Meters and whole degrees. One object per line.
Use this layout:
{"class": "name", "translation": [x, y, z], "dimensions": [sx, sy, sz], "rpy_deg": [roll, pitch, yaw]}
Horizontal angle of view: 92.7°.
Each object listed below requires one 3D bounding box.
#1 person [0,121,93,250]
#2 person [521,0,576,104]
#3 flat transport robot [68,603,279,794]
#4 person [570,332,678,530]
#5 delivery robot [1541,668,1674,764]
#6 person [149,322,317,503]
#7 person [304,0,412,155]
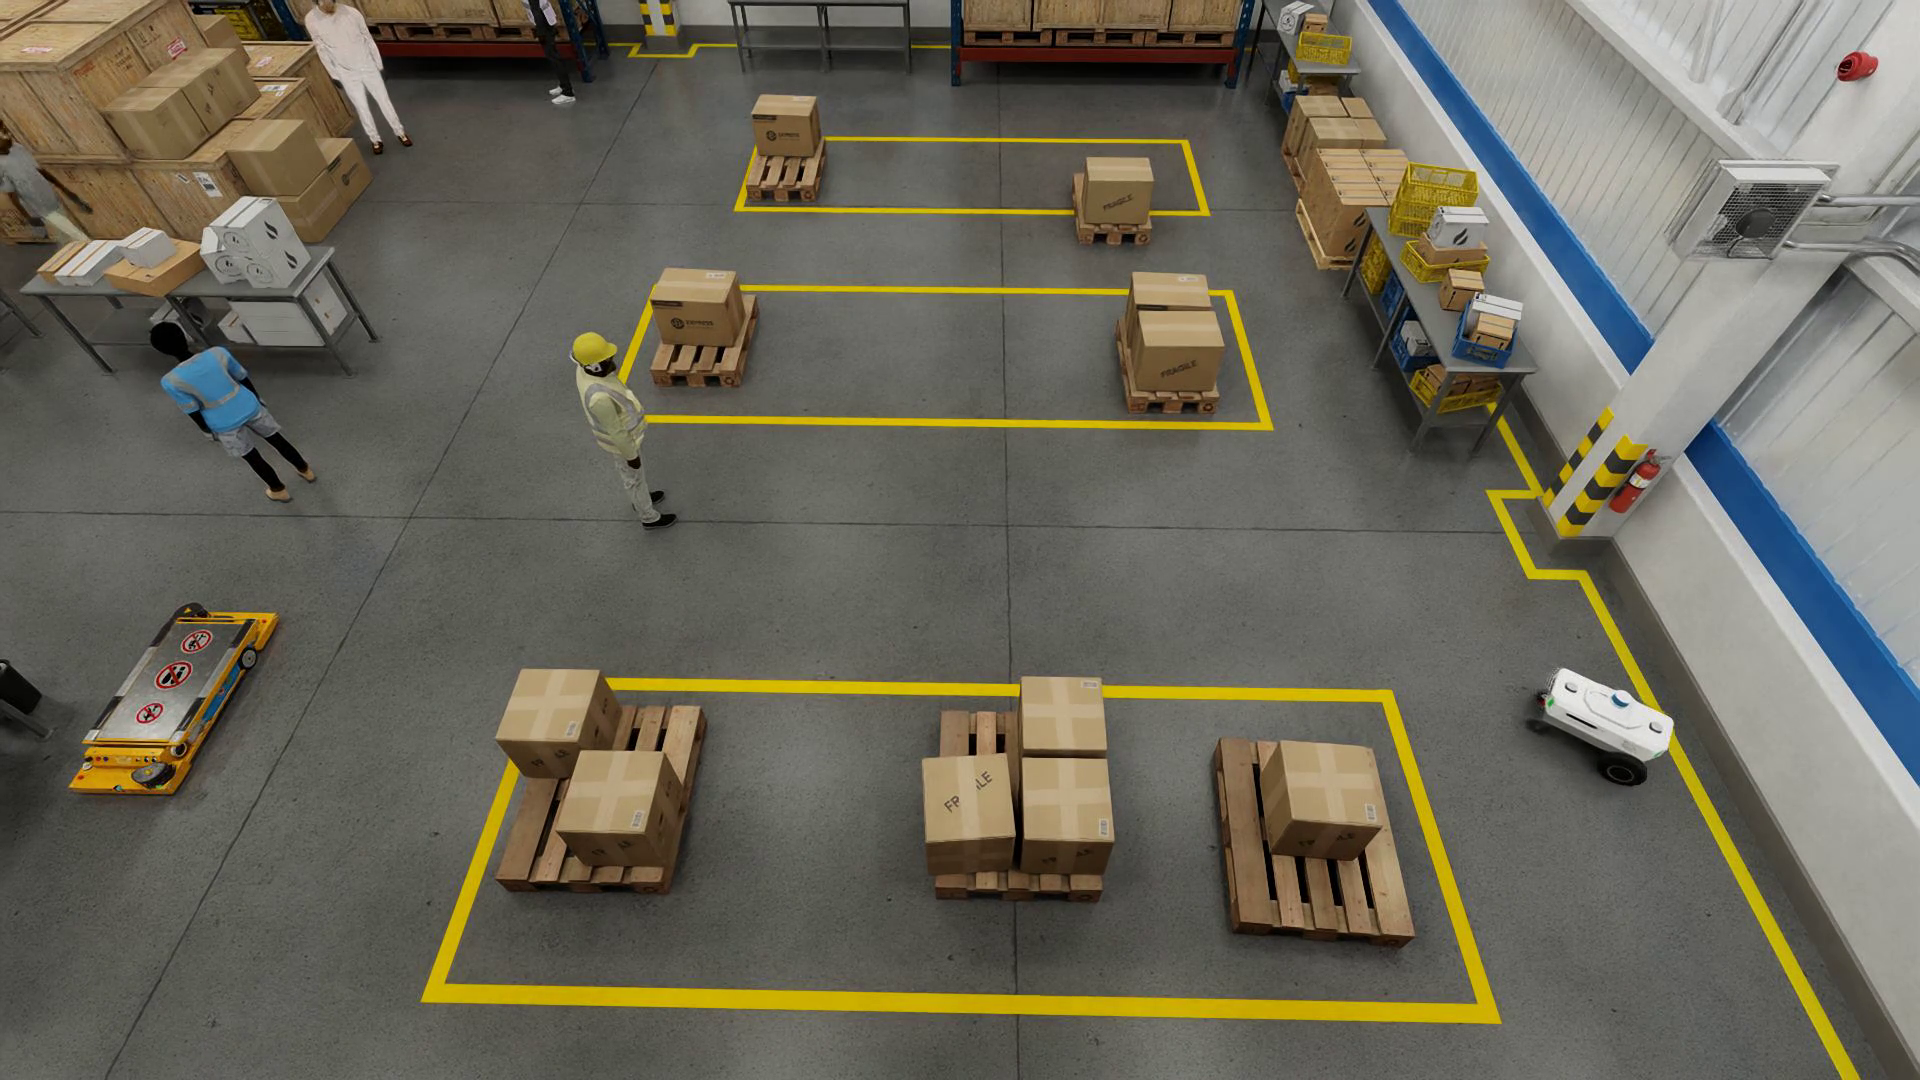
{"class": "person", "translation": [-9.084, -3.319, 9.167], "dimensions": [0.983, 1.804, 0.534], "rpy_deg": [-6, 50, -5]}
{"class": "person", "translation": [-5.485, -6.777, 12.021], "dimensions": [0.396, 1.911, 0.579], "rpy_deg": [-16, 52, -13]}
{"class": "flat transport robot", "translation": [-5.504, 1.072, 6.442], "dimensions": [0.652, 0.197, 1.431], "rpy_deg": [1, 50, 1]}
{"class": "person", "translation": [-2.585, -0.822, 7.027], "dimensions": [0.403, 1.835, 0.588], "rpy_deg": [-22, 53, -18]}
{"class": "delivery robot", "translation": [4.301, 1.168, 6.117], "dimensions": [0.707, 0.478, 0.477], "rpy_deg": [29, 56, 22]}
{"class": "person", "translation": [-5.753, -0.987, 7.255], "dimensions": [0.321, 1.696, 0.537], "rpy_deg": [22, 53, 17]}
{"class": "person", "translation": [-7.313, -5.703, 11.111], "dimensions": [0.643, 1.908, 0.411], "rpy_deg": [-27, 55, -21]}
